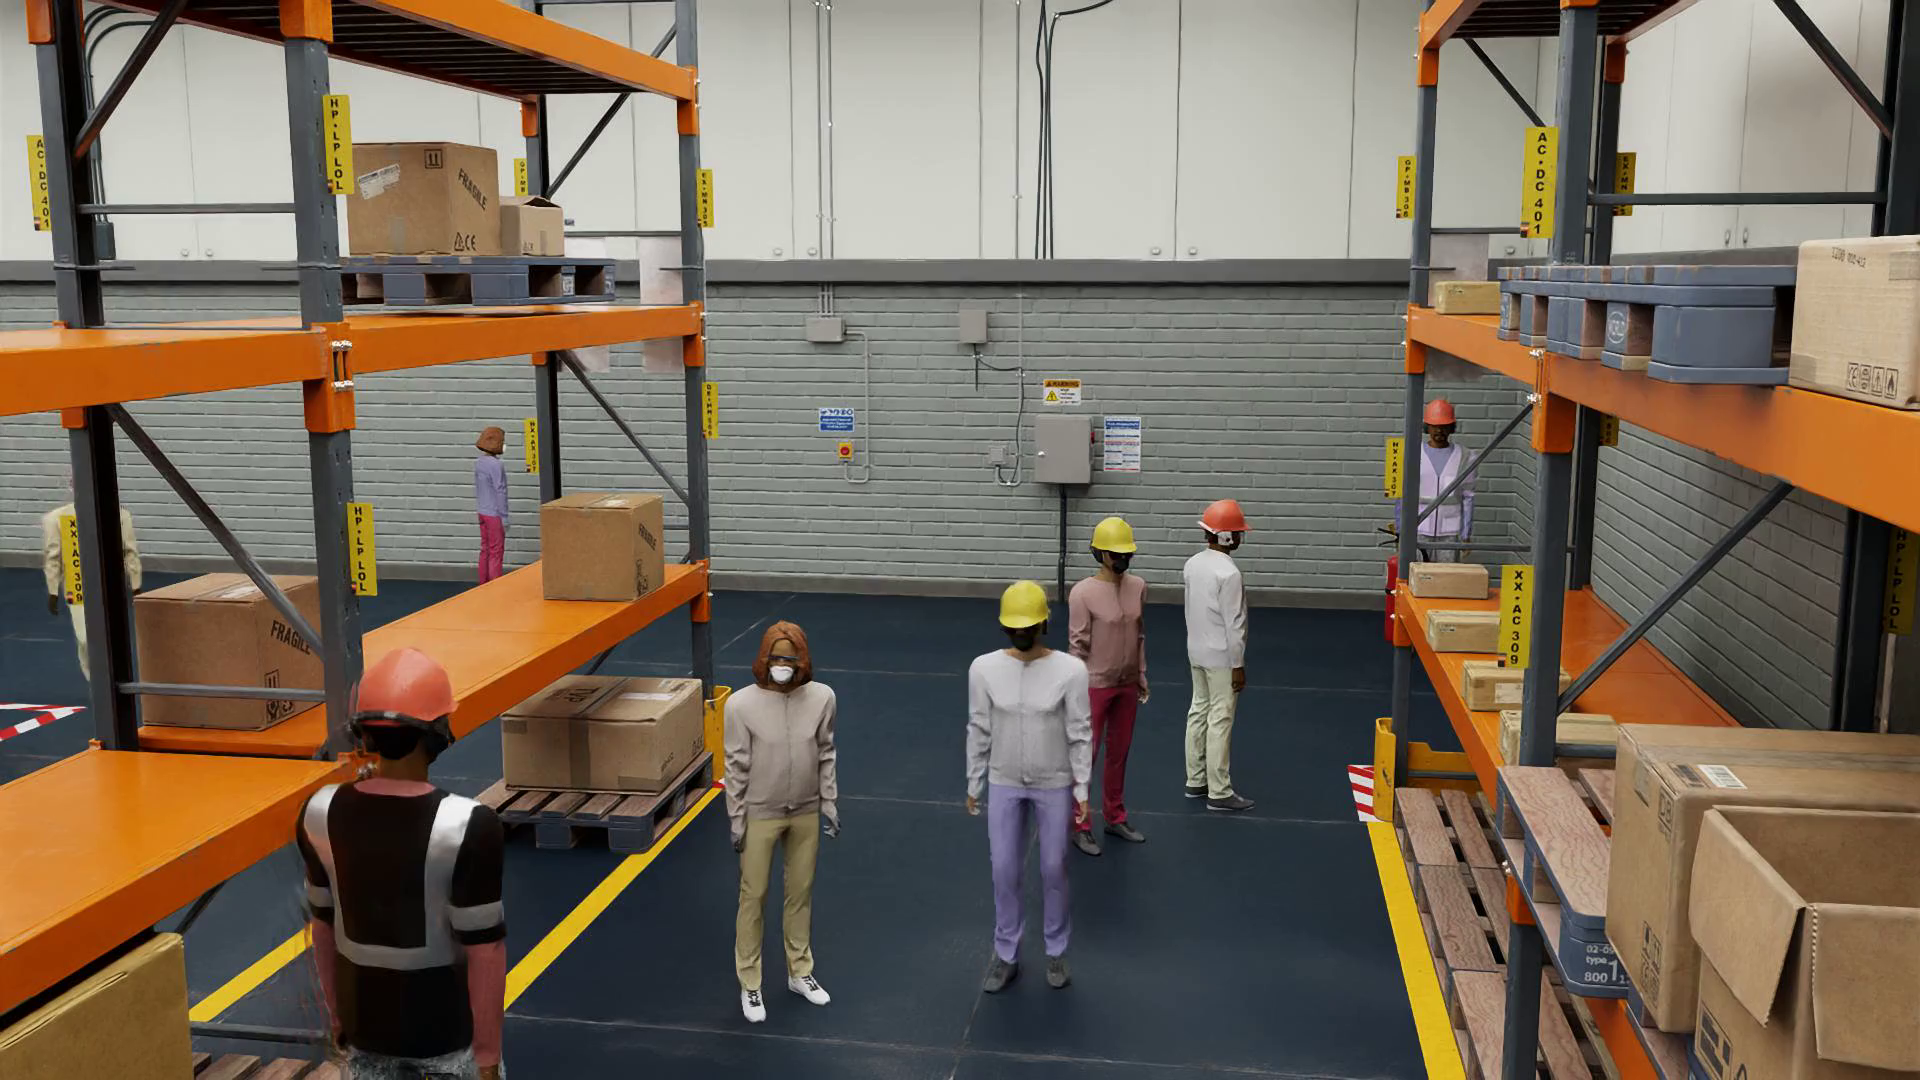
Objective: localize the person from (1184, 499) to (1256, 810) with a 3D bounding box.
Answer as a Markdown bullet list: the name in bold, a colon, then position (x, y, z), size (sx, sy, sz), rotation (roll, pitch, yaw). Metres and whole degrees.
- **person**: position (1.473, 0.641, 9.421), size (0.327, 1.753, 0.563), rotation (-3, 10, -19)

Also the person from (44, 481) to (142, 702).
- **person**: position (-5.982, 0.324, 11.518), size (0.606, 1.704, 0.443), rotation (-7, 12, -39)

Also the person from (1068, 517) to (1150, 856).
- **person**: position (0.791, 0.753, 8.697), size (0.534, 1.767, 0.314), rotation (-7, 12, -38)

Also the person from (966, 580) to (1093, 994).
- **person**: position (0.290, 1.030, 6.997), size (0.542, 1.763, 0.354), rotation (2, 9, 11)

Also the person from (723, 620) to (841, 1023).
- **person**: position (-0.721, 1.128, 6.791), size (0.499, 1.632, 0.285), rotation (-5, 11, -30)

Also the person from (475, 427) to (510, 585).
- **person**: position (-4.209, -0.208, 15.030), size (0.285, 1.632, 0.499), rotation (-7, 12, -37)

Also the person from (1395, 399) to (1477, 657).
- **person**: position (3.712, -0.085, 13.011), size (0.608, 2.044, 0.370), rotation (1, 9, 9)

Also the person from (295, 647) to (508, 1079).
- **person**: position (-1.499, 1.299, 4.523), size (0.615, 2.027, 0.502), rotation (2, 9, 10)
